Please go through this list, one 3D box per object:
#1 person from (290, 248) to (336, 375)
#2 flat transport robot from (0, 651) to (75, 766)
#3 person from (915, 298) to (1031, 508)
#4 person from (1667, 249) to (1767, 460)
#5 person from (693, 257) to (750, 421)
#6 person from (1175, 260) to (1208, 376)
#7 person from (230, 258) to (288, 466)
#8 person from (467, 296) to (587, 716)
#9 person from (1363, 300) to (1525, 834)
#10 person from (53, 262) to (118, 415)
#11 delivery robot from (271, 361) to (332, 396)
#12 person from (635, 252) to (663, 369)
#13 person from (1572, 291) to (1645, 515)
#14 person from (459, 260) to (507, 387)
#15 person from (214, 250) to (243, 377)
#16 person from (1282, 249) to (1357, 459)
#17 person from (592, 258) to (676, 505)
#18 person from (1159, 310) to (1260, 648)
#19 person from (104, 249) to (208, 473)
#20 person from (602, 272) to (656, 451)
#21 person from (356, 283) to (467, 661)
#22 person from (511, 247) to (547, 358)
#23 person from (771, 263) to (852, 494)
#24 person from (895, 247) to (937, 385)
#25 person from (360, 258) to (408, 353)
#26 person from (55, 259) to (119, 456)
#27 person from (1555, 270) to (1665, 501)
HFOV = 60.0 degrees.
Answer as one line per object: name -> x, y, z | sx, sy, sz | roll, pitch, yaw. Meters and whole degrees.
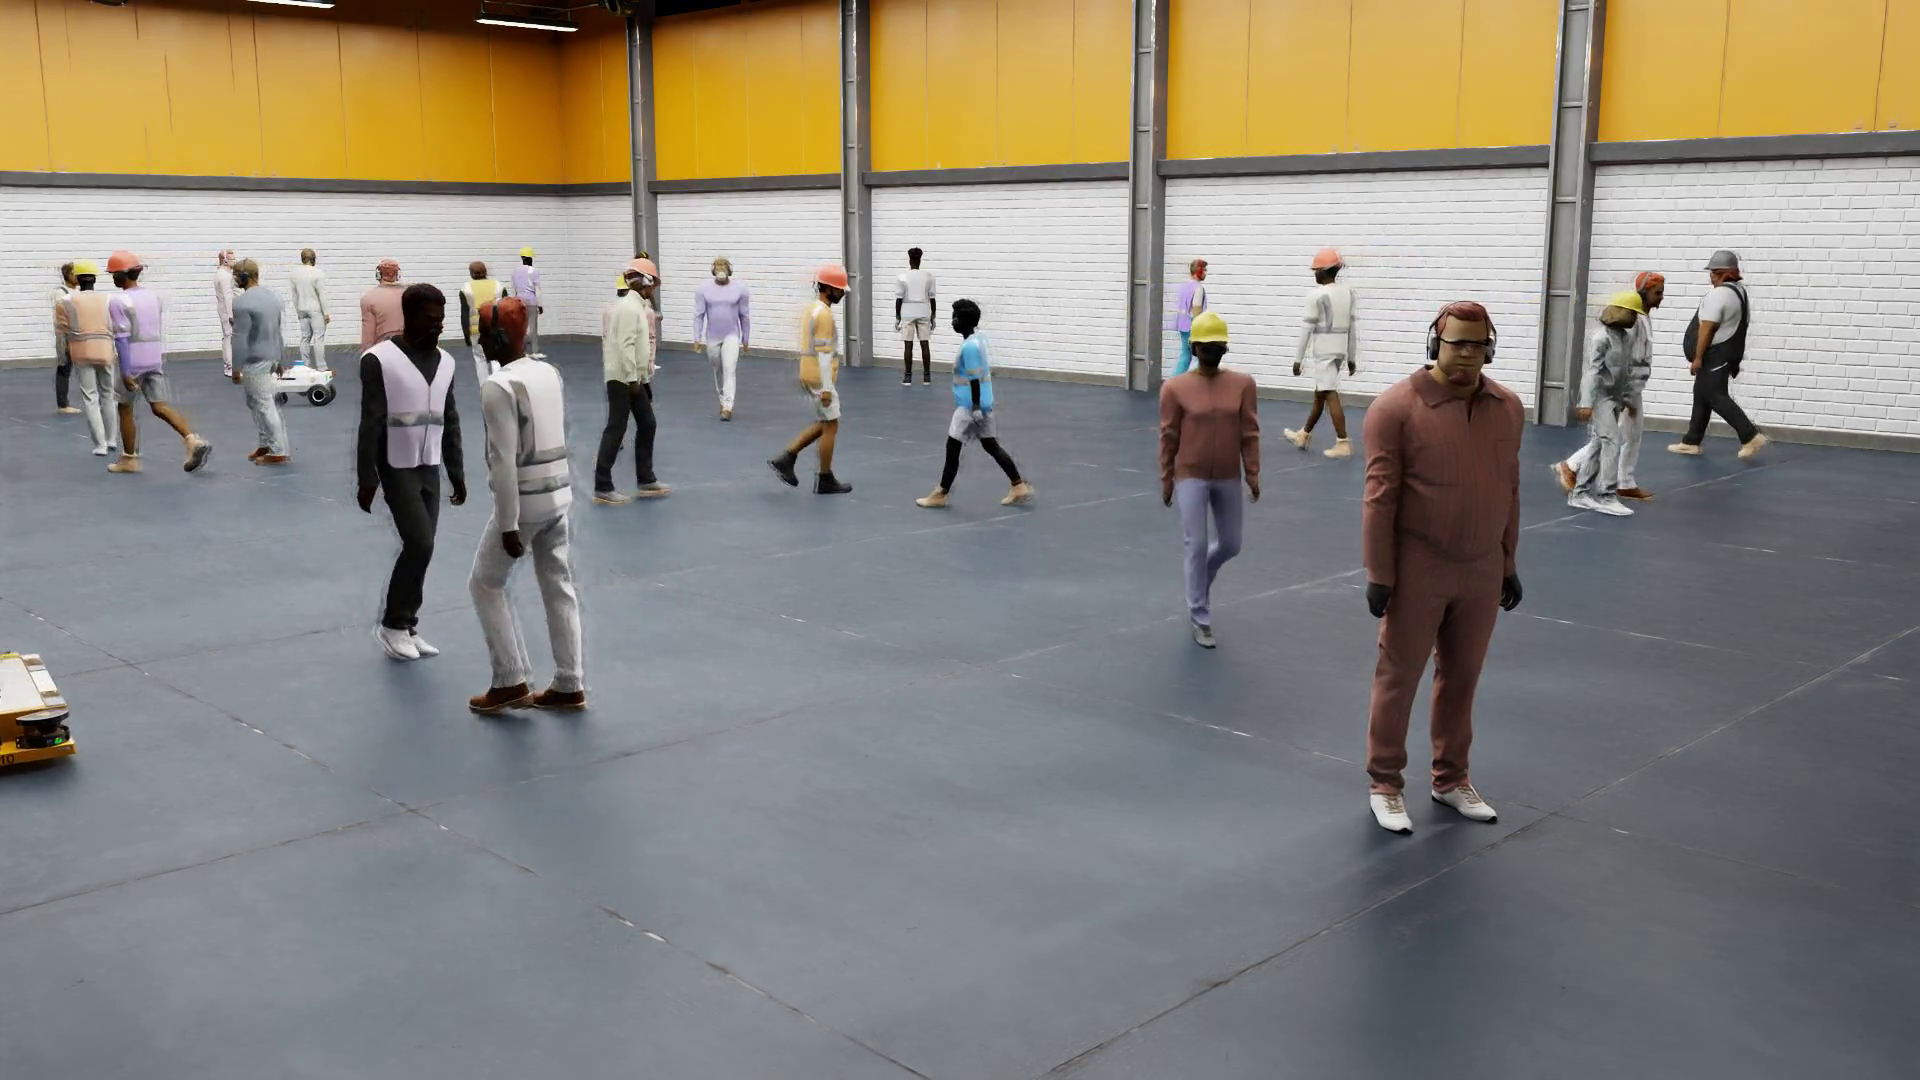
person -> -9.834, -3.451, 25.243 | 0.632, 1.940, 0.368 | 4, 11, 20
flat transport robot -> -4.236, 0.712, 7.088 | 0.652, 0.197, 1.431 | -7, 13, -34
person -> 0.141, -1.061, 13.007 | 0.894, 1.651, 0.538 | 1, 10, 6
person -> 7.328, -1.793, 15.920 | 0.924, 2.000, 0.677 | 9, 14, 41
person -> -2.774, -2.361, 19.468 | 0.640, 1.894, 1.033 | 0, 10, 0
person -> 3.055, -2.638, 21.139 | 0.790, 1.808, 0.591 | -3, 11, -14
person -> -6.532, -1.634, 15.374 | 0.608, 1.918, 0.652 | 1, 10, 6
person -> -1.970, -0.139, 7.392 | 0.625, 1.865, 0.601 | 4, 11, 20
person -> 1.753, 0.100, 5.975 | 0.645, 1.905, 0.400 | -3, 11, -18
person -> -10.398, -2.375, 19.729 | 0.917, 1.803, 0.522 | 1, 10, 7
delivery robot -> -8.286, -2.012, 20.914 | 0.707, 0.478, 0.477 | -2, 11, -12
person -> -5.001, -3.647, 26.528 | 0.410, 1.864, 0.535 | -7, 13, -35
person -> 5.031, -1.049, 12.746 | 0.530, 1.700, 0.693 | -9, 14, -40
person -> -6.185, -2.729, 21.670 | 0.629, 1.810, 0.786 | -4, 11, -20
person -> -11.013, -3.415, 25.134 | 0.407, 1.908, 0.641 | -6, 12, -29
person -> 3.482, -1.802, 16.110 | 0.630, 1.987, 1.033 | -8, 13, -38
person -> -2.630, -1.271, 13.331 | 0.692, 1.939, 0.656 | -1, 10, -3
person -> 1.301, -0.346, 8.815 | 0.531, 1.749, 0.648 | -2, 11, -10
person -> -7.237, -1.574, 14.825 | 0.896, 2.015, 0.615 | 3, 11, 17
person -> -3.264, -1.749, 16.433 | 0.525, 1.769, 0.313 | -1, 10, -7
person -> -2.741, -0.338, 8.379 | 0.481, 1.892, 0.624 | 4, 11, 23
person -> -7.516, -4.126, 28.948 | 0.584, 1.928, 0.374 | 5, 11, 23
person -> -1.200, -1.315, 13.687 | 0.628, 1.904, 0.573 | -3, 11, -17
person -> -0.631, -3.183, 23.704 | 0.612, 1.963, 0.361 | -2, 11, -10
person -> -5.560, -1.796, 16.303 | 0.651, 1.906, 0.404 | -9, 14, -42
person -> -8.513, -1.784, 16.273 | 0.590, 1.901, 0.786 | -8, 13, -39
person -> 5.274, -1.239, 13.404 | 0.671, 1.860, 0.613 | 6, 12, 29
